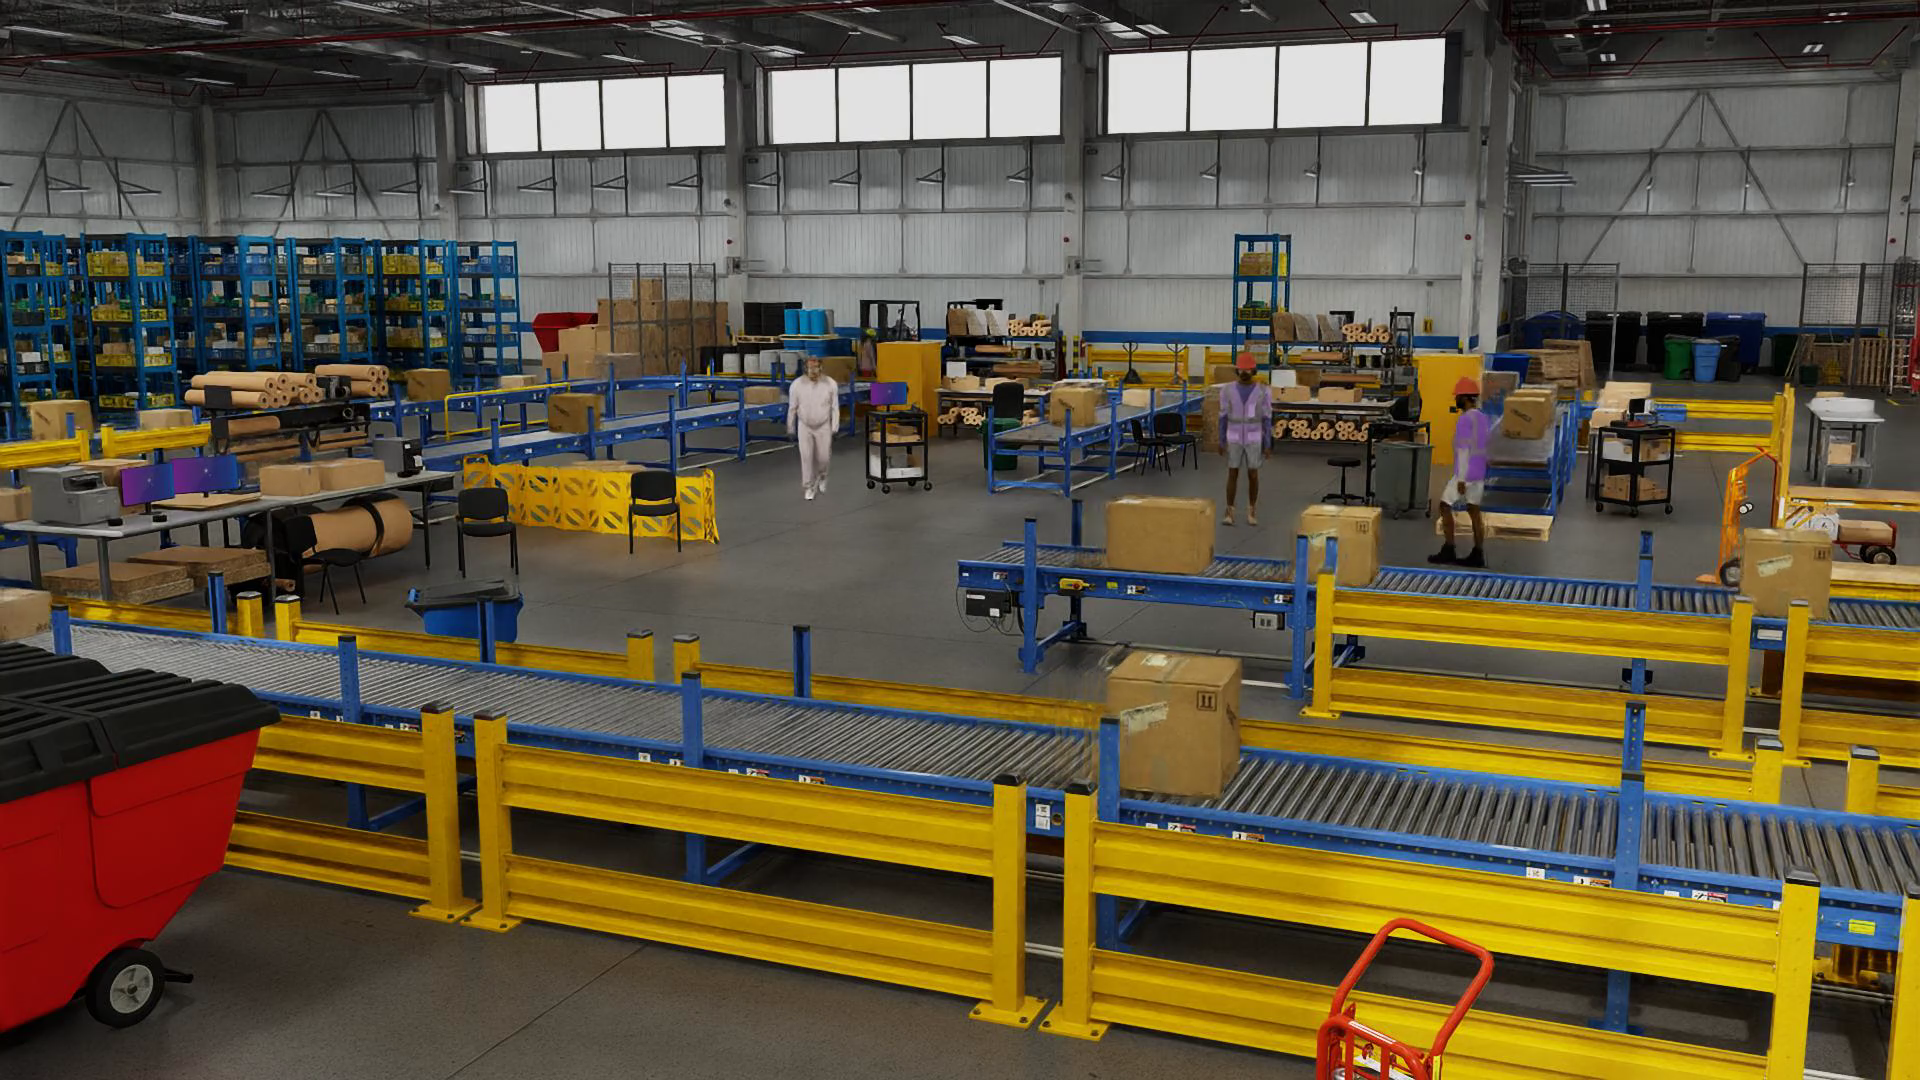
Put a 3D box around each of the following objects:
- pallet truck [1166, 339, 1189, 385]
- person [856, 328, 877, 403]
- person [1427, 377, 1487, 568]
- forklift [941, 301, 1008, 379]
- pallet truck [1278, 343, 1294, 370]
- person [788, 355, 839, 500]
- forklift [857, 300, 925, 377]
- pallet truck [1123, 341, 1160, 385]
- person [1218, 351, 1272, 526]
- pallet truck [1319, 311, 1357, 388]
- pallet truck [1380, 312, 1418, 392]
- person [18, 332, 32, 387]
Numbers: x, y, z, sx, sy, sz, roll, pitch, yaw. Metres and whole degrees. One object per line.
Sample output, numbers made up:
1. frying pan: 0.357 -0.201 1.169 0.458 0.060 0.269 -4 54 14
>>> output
1. pallet truck: 5.418 -4.269 40.420 0.704 1.261 1.522 3 10 20
2. person: -1.845 -3.565 34.868 0.908 1.722 0.545 -2 10 -11
3. person: 5.033 -0.683 16.786 0.704 1.912 0.581 8 12 40
4. forklift: 0.365 -4.966 41.571 1.157 1.987 2.680 3 10 20
5. pallet truck: 7.886 -4.163 39.743 0.653 1.274 1.630 4 10 22
6. person: -1.894 -1.459 21.580 0.650 1.894 0.476 -1 9 -4
7. forklift: -1.732 -5.109 42.468 1.157 1.987 2.680 4 10 22
8. pallet truck: 4.445 -4.380 41.279 0.680 1.201 1.601 4 10 22
9. person: 3.311 -1.174 19.394 0.614 2.041 0.390 2 10 14
10. pallet truck: 9.071 -4.419 39.190 0.823 1.965 1.885 5 10 26
11. pallet truck: 10.207 -4.283 38.369 0.823 1.965 1.885 3 10 20
12. person: -19.895 -3.801 35.620 0.607 1.953 1.026 8 12 41
